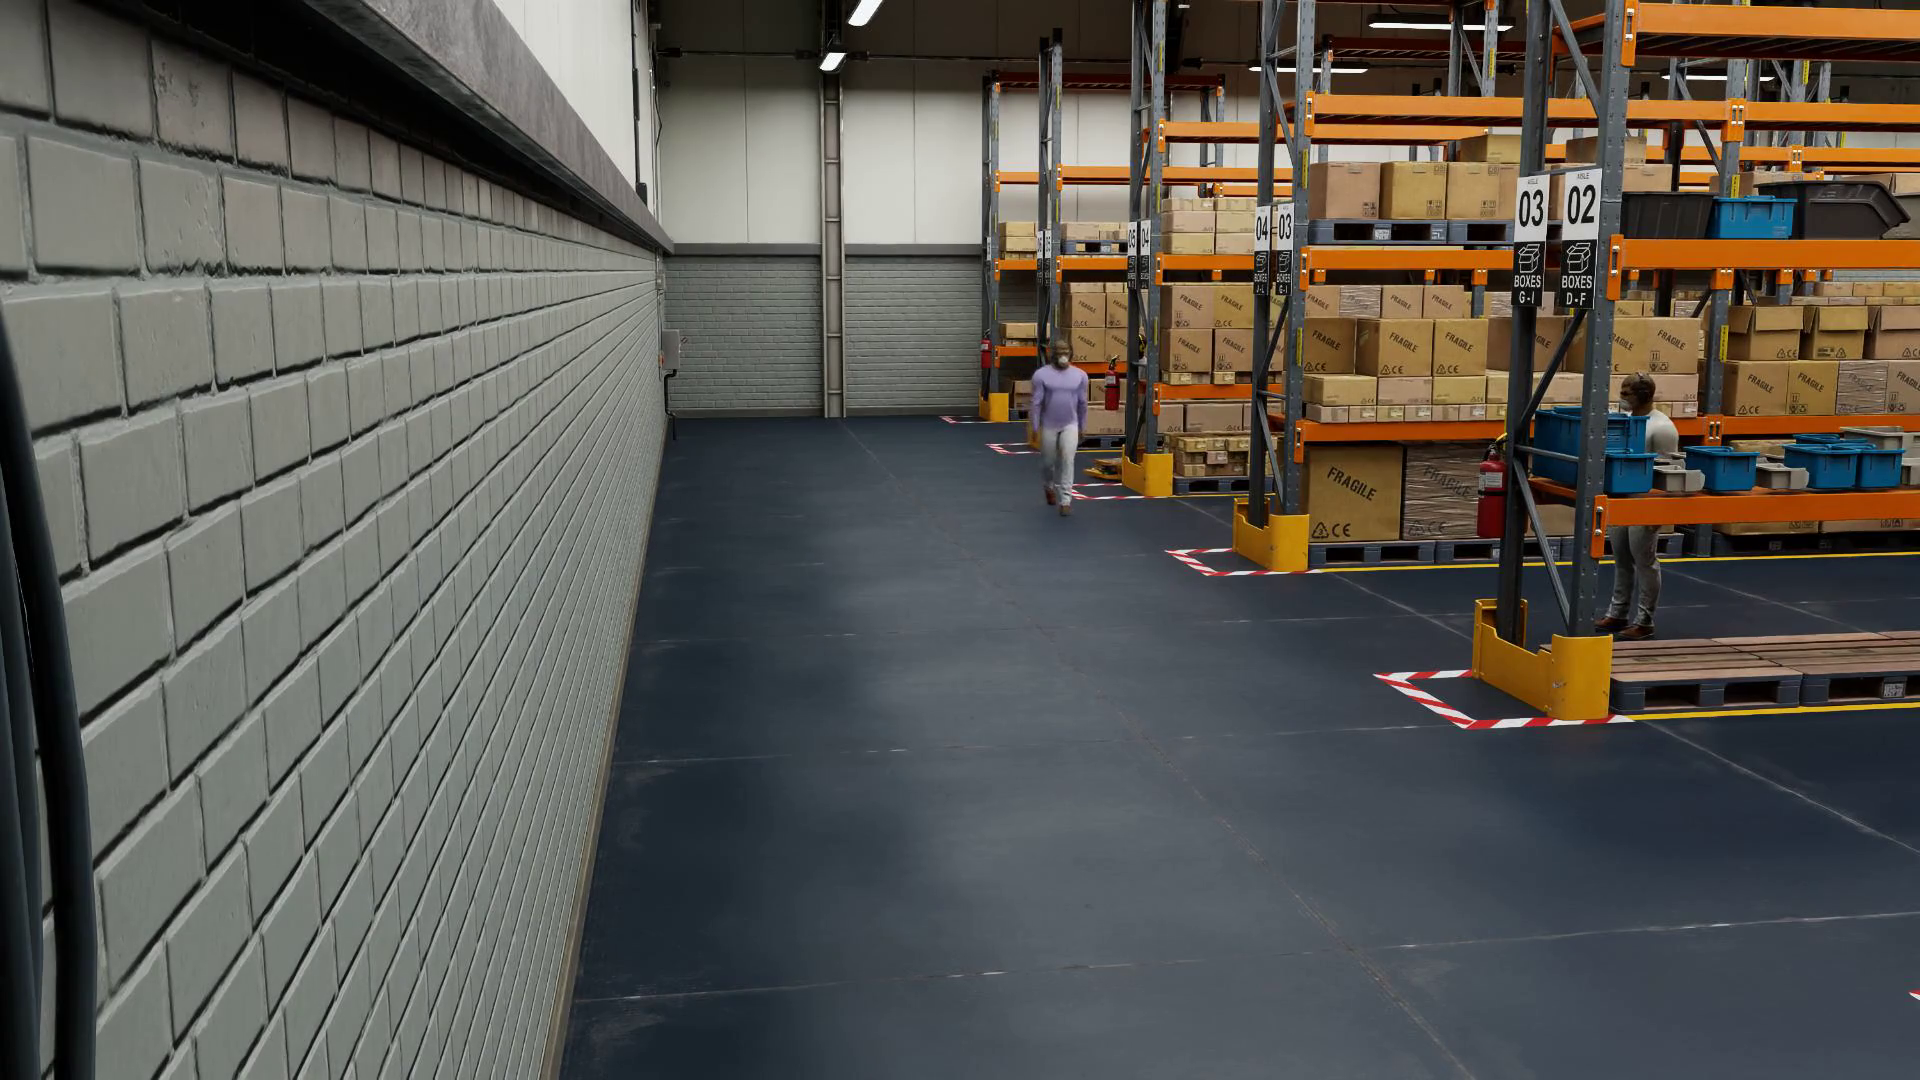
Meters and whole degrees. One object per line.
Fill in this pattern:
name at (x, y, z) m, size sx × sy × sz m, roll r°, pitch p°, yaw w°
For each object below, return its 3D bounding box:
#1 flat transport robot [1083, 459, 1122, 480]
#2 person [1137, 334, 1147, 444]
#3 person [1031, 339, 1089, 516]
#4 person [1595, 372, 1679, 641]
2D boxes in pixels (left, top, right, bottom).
flat transport robot at (2.367, -0.935, 21.356) m, size 1.431 × 0.197 × 0.652 m, roll -4°, pitch 10°, yaw -22°
person at (2.267, -1.675, 21.046) m, size 0.331 × 1.860 × 0.512 m, roll -2°, pitch 9°, yaw -9°
person at (1.091, -1.255, 18.277) m, size 0.634 × 1.915 × 0.893 m, roll 0°, pitch 9°, yaw -1°
person at (4.866, -0.244, 11.983) m, size 0.371 × 1.935 × 0.627 m, roll -2°, pitch 10°, yaw -15°
